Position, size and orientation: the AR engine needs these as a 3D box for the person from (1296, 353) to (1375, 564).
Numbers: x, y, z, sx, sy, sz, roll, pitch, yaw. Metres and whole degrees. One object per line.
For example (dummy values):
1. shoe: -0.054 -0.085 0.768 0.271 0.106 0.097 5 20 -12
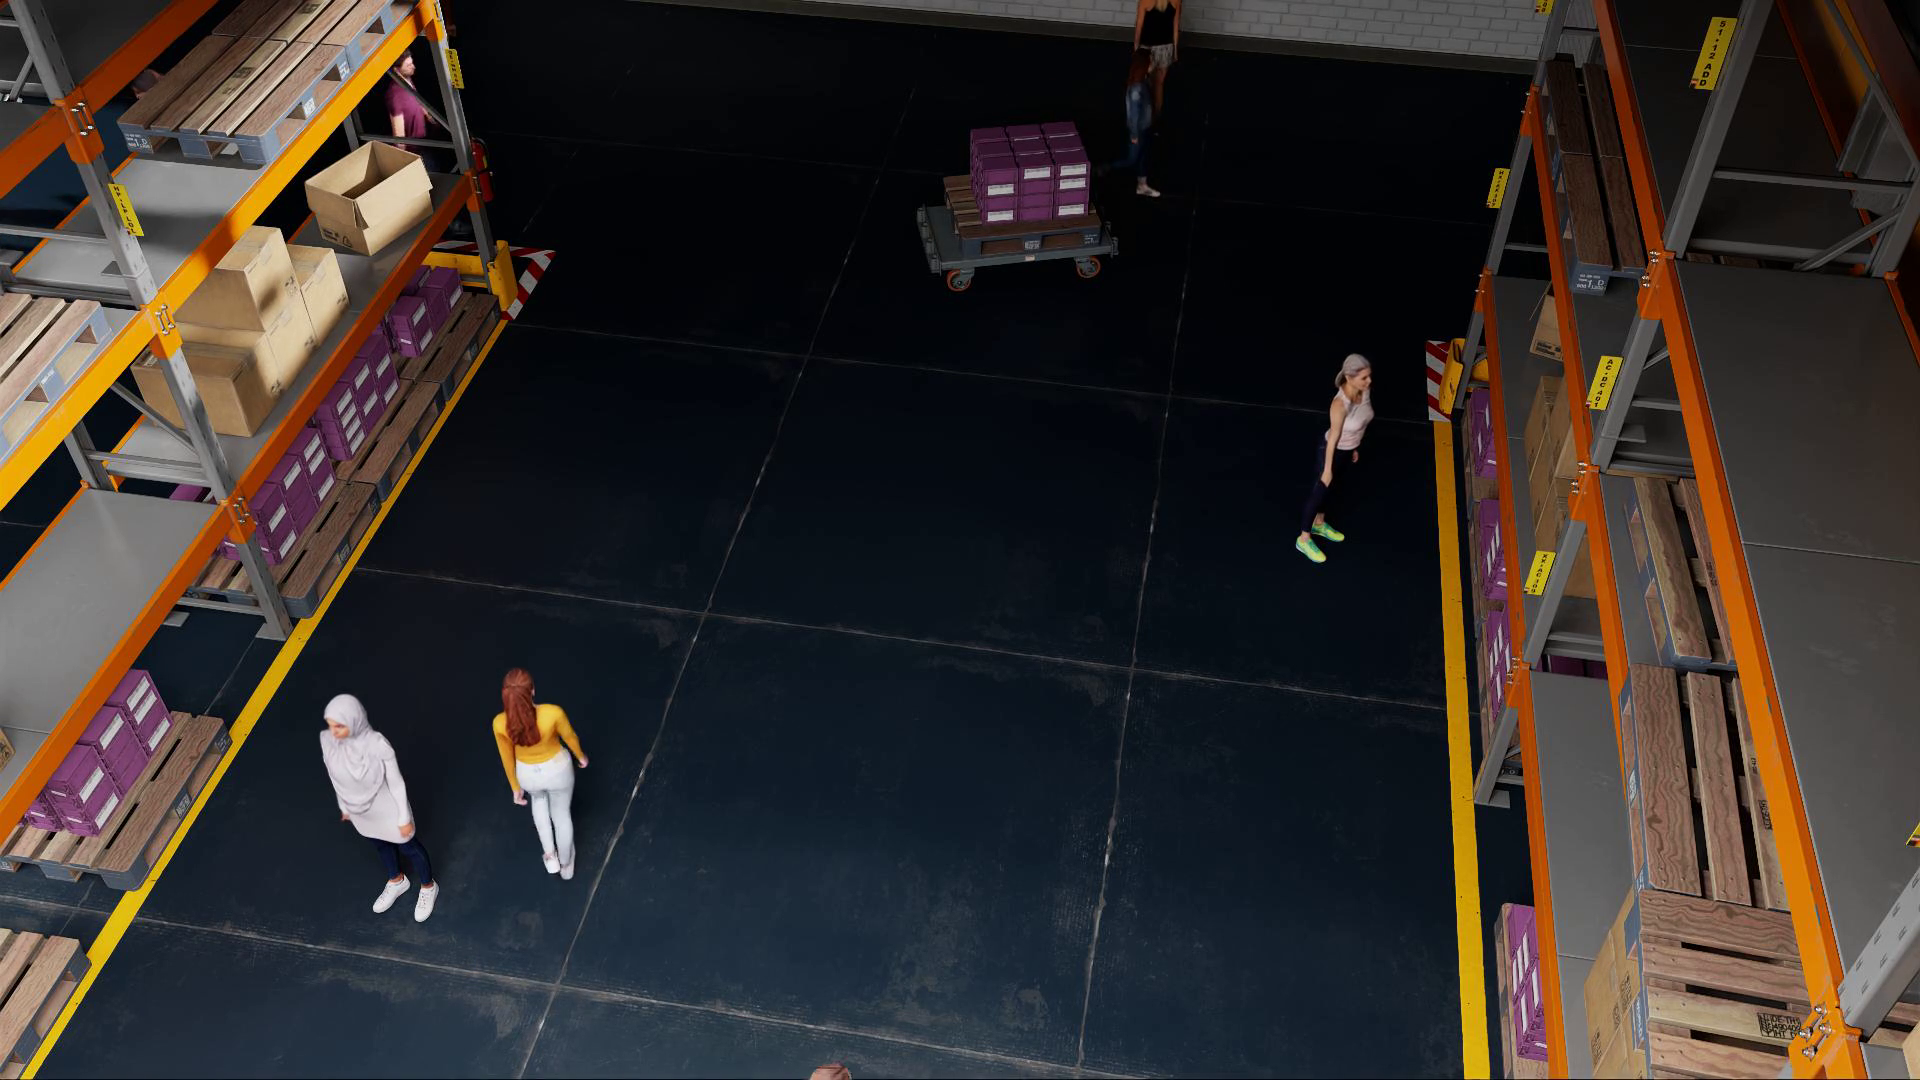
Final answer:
1. person: 2.622 -0.610 11.596 0.738 1.701 0.631 30 51 27

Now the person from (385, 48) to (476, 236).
1. person: -4.842 -3.428 14.471 0.957 1.817 0.977 -11 45 -11

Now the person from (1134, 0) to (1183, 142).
1. person: 1.859 -4.552 15.642 0.757 1.830 0.957 -4 44 -4

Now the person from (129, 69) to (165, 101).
1. person: -6.700 -3.355 14.509 0.861 1.659 1.093 30 51 27

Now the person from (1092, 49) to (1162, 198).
1. person: 1.542 -3.763 15.081 0.686 1.459 0.833 11 45 11

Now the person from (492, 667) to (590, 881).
1. person: -2.358 1.399 9.460 0.660 1.739 0.673 -6 44 -6

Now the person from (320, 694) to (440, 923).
1. person: -3.265 1.490 9.339 0.626 1.776 0.546 11 45 11
